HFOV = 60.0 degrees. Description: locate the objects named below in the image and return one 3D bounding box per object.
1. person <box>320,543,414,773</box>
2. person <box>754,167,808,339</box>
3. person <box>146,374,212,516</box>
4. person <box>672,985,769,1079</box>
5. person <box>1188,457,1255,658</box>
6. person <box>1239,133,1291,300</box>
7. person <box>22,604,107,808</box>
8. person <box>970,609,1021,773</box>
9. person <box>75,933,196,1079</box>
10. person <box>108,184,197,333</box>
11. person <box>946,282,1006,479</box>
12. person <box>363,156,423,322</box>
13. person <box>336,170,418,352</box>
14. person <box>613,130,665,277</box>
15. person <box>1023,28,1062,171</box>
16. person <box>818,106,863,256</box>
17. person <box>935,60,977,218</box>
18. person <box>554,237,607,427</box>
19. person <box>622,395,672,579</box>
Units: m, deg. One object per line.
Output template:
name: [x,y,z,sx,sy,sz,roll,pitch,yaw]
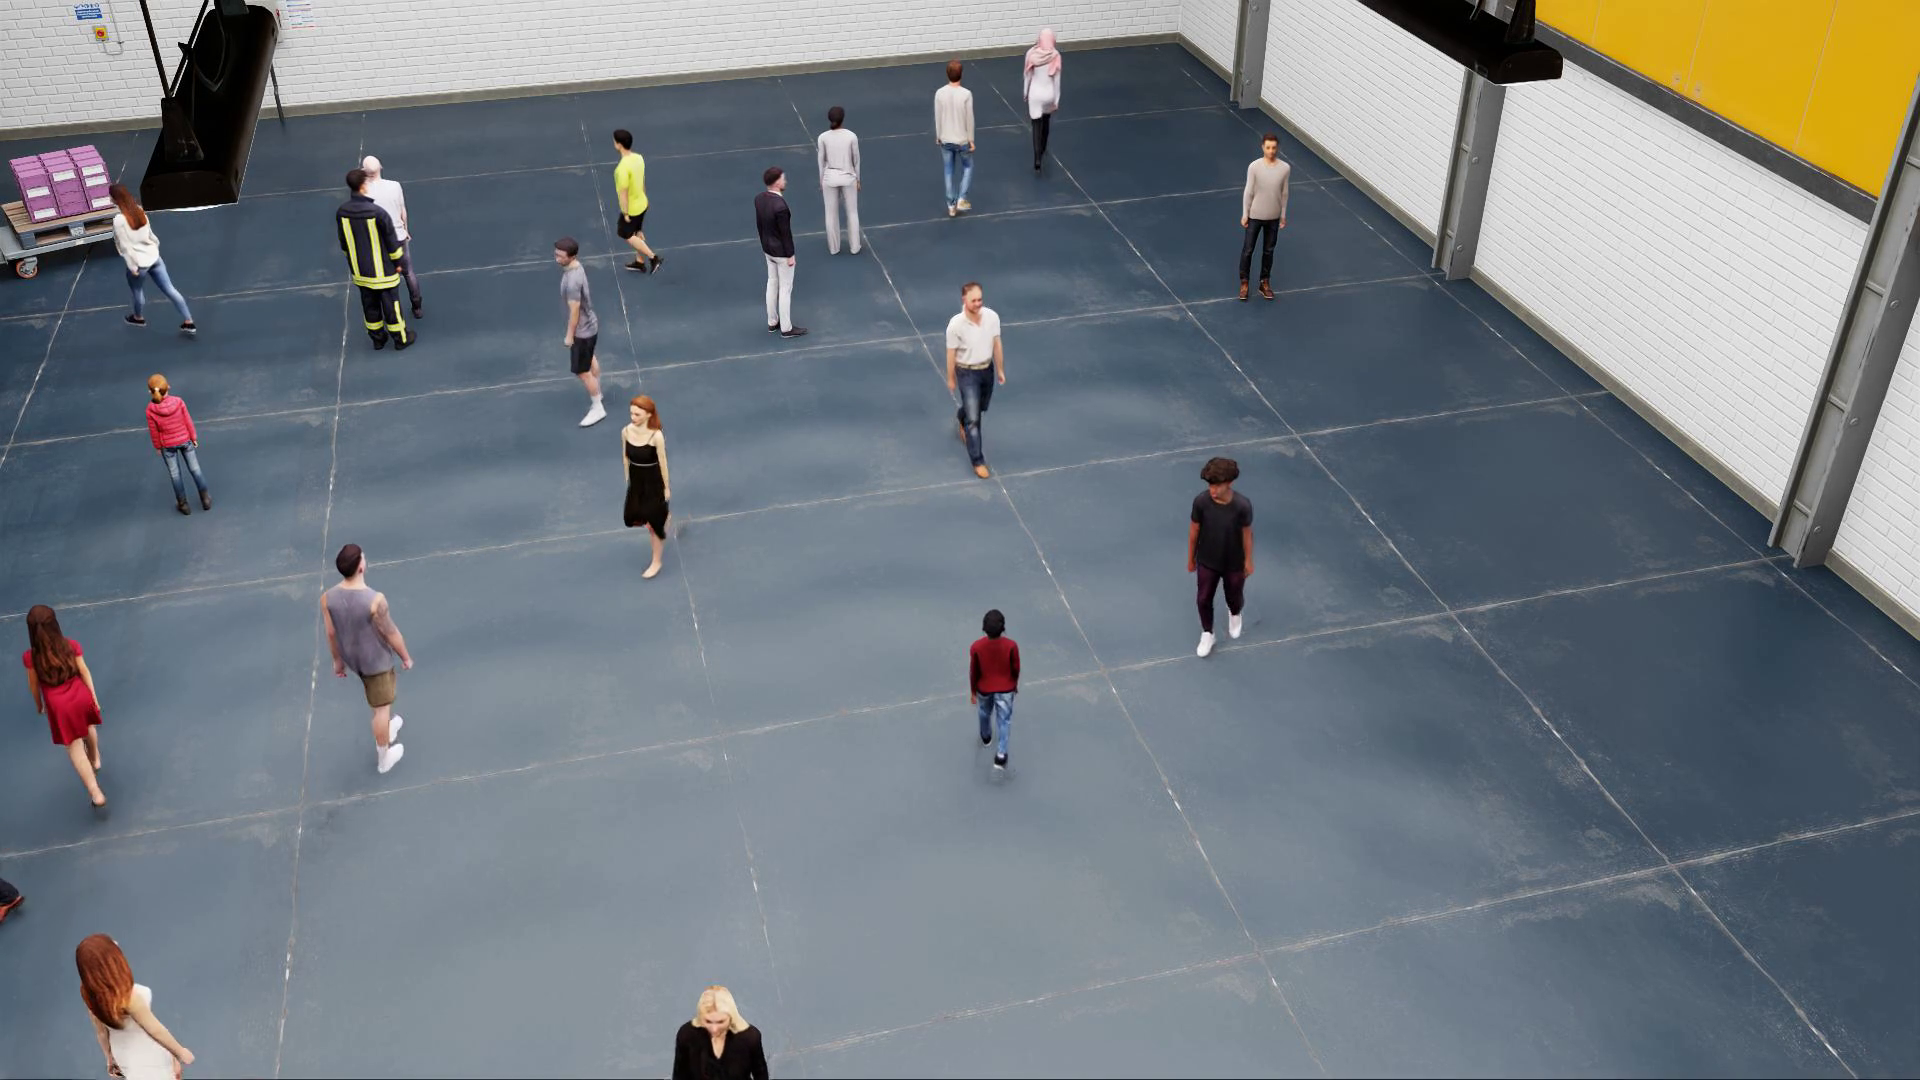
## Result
person: [-4.171,0.873,11.613,0.831,1.829,0.924,6,34,9]
person: [-1.911,-3.012,17.377,0.796,1.842,0.662,-26,42,-34]
person: [-6.876,-0.844,14.592,0.556,1.314,0.556,-19,38,-26]
person: [-1.206,2.879,8.561,0.859,1.791,1.221,2,34,3]
person: [2.038,0.083,12.796,0.882,1.758,0.959,8,34,11]
person: [3.314,-3.546,18.157,0.692,1.868,0.633,-2,34,-3]
person: [-6.111,1.148,11.397,0.826,1.534,1.090,-25,41,-33]
person: [0.250,1.067,11.777,0.673,1.248,0.890,3,34,4]
person: [-4.389,2.802,8.775,1.052,1.681,1.121,17,37,24]
person: [-8.438,-2.876,17.357,1.151,1.637,1.182,13,36,19]
person: [0.109,-1.557,15.204,0.764,1.825,1.212,-12,36,-18]
person: [-6.079,-3.189,17.654,0.729,1.831,0.708,-22,39,-29]
person: [-6.031,-2.864,17.080,0.879,1.923,0.844,5,34,7]
person: [-3.594,-3.751,18.625,0.925,1.691,0.894,11,35,17]
person: [1.051,-5.637,21.396,0.870,1.764,1.267,0,34,0]
person: [-1.388,-4.145,19.177,0.678,1.736,0.609,-2,34,-2]
person: [-0.077,-4.787,20.000,0.793,1.895,0.813,11,35,15]
person: [-3.600,-2.053,15.926,1.014,1.850,0.554,1,34,2]
person: [-2.541,-0.501,13.807,0.839,1.612,0.941,12,35,17]
